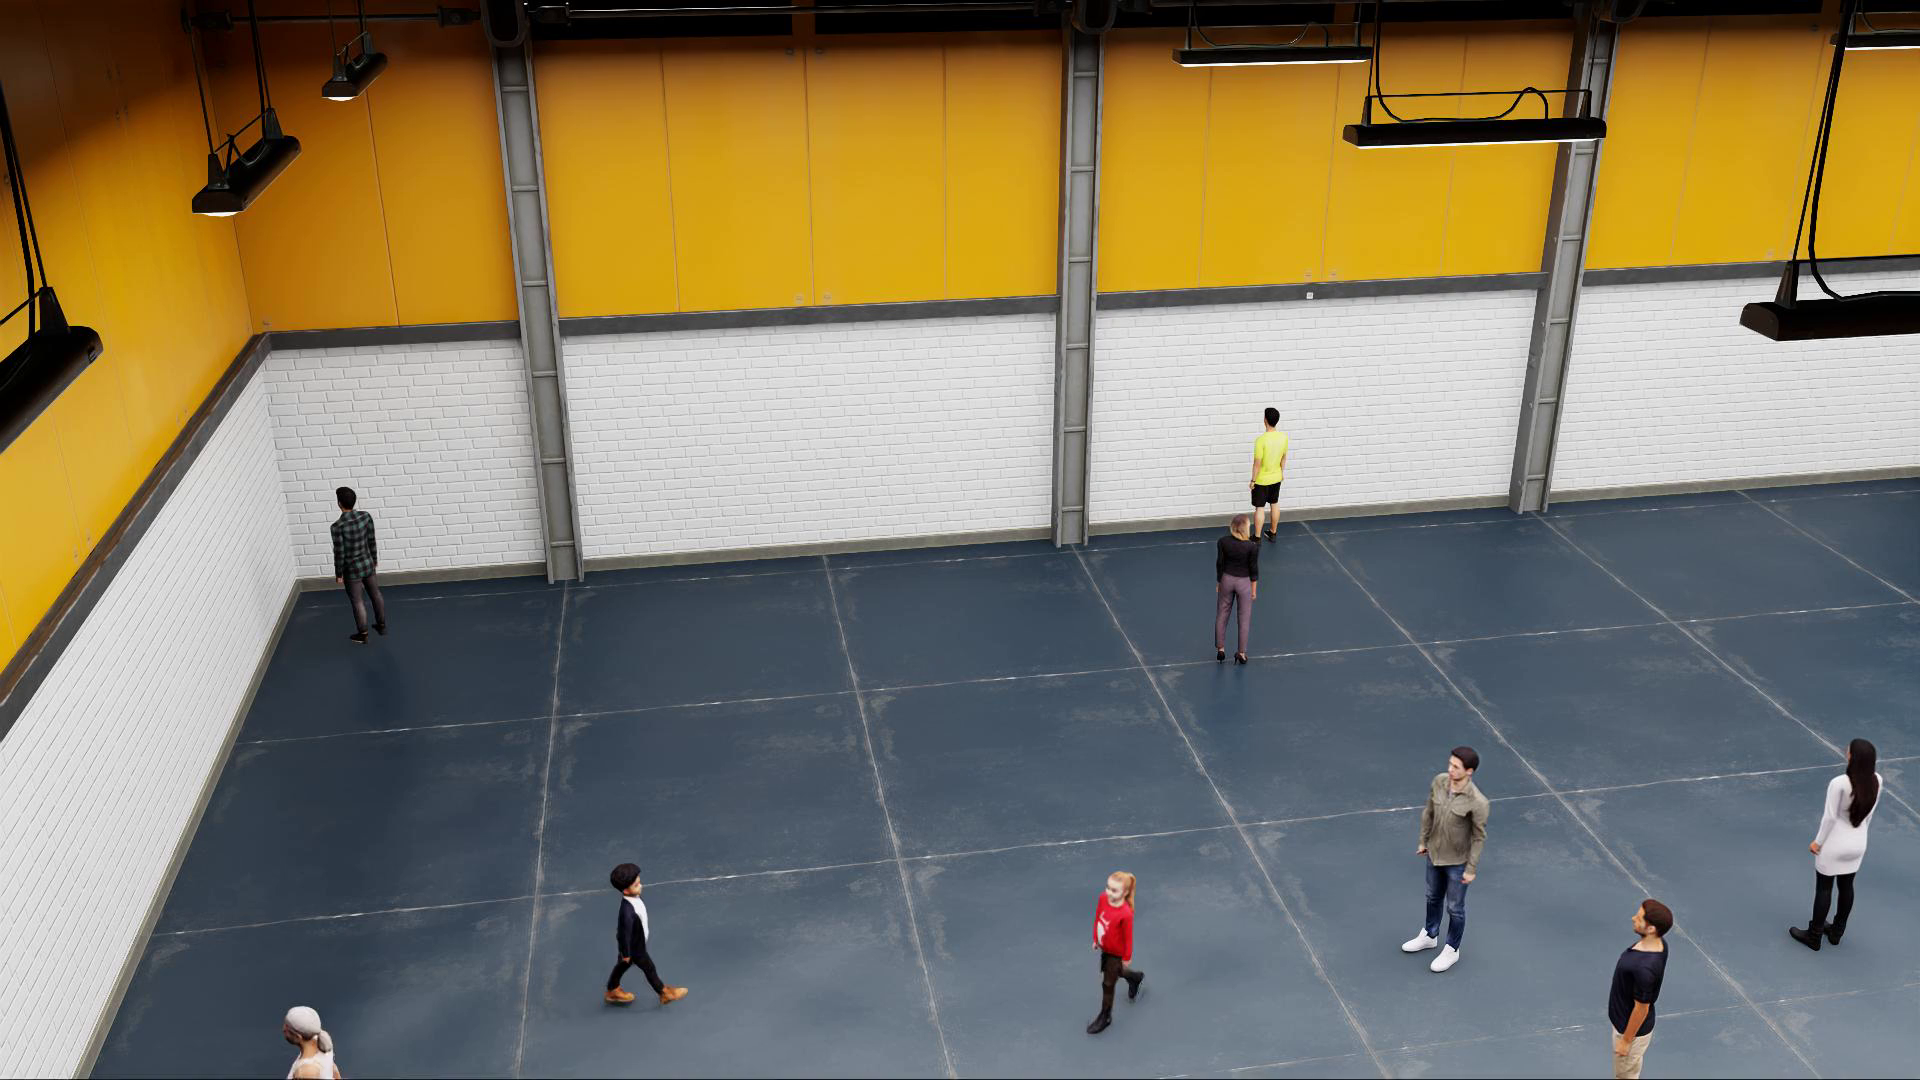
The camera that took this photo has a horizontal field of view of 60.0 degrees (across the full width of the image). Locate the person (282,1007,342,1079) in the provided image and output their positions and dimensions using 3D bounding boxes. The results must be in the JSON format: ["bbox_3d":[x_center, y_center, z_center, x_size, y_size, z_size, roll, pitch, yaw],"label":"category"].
[{"bbox_3d":[-3.745,3.549,10.118,1.138,1.656,0.655,-3,24,-6],"label":"person"}]

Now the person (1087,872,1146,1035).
[{"bbox_3d":[1.149,2.924,12.035,0.904,1.267,0.708,-16,28,-33],"label":"person"}]

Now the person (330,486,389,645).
[{"bbox_3d":[-6.223,0.236,17.191,0.772,1.715,0.727,17,29,33],"label":"person"}]

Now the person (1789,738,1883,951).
[{"bbox_3d":[6.745,2.327,12.725,0.470,1.807,0.671,-5,24,-12],"label":"person"}]

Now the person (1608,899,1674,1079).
[{"bbox_3d":[4.381,3.134,10.815,0.730,1.859,0.717,11,26,23],"label":"person"}]

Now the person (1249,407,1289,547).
[{"bbox_3d":[3.692,-0.771,19.935,0.565,1.709,0.742,-11,26,-24],"label":"person"}]

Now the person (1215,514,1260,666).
[{"bbox_3d":[2.825,0.508,17.057,0.638,1.672,0.735,10,26,22],"label":"person"}]

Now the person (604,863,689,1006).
[{"bbox_3d":[-2.446,2.908,12.160,0.851,1.195,0.555,-2,24,-4],"label":"person"}]

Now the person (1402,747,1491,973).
[{"bbox_3d":[3.712,2.376,12.542,0.720,1.864,0.779,-14,27,-29],"label":"person"}]
